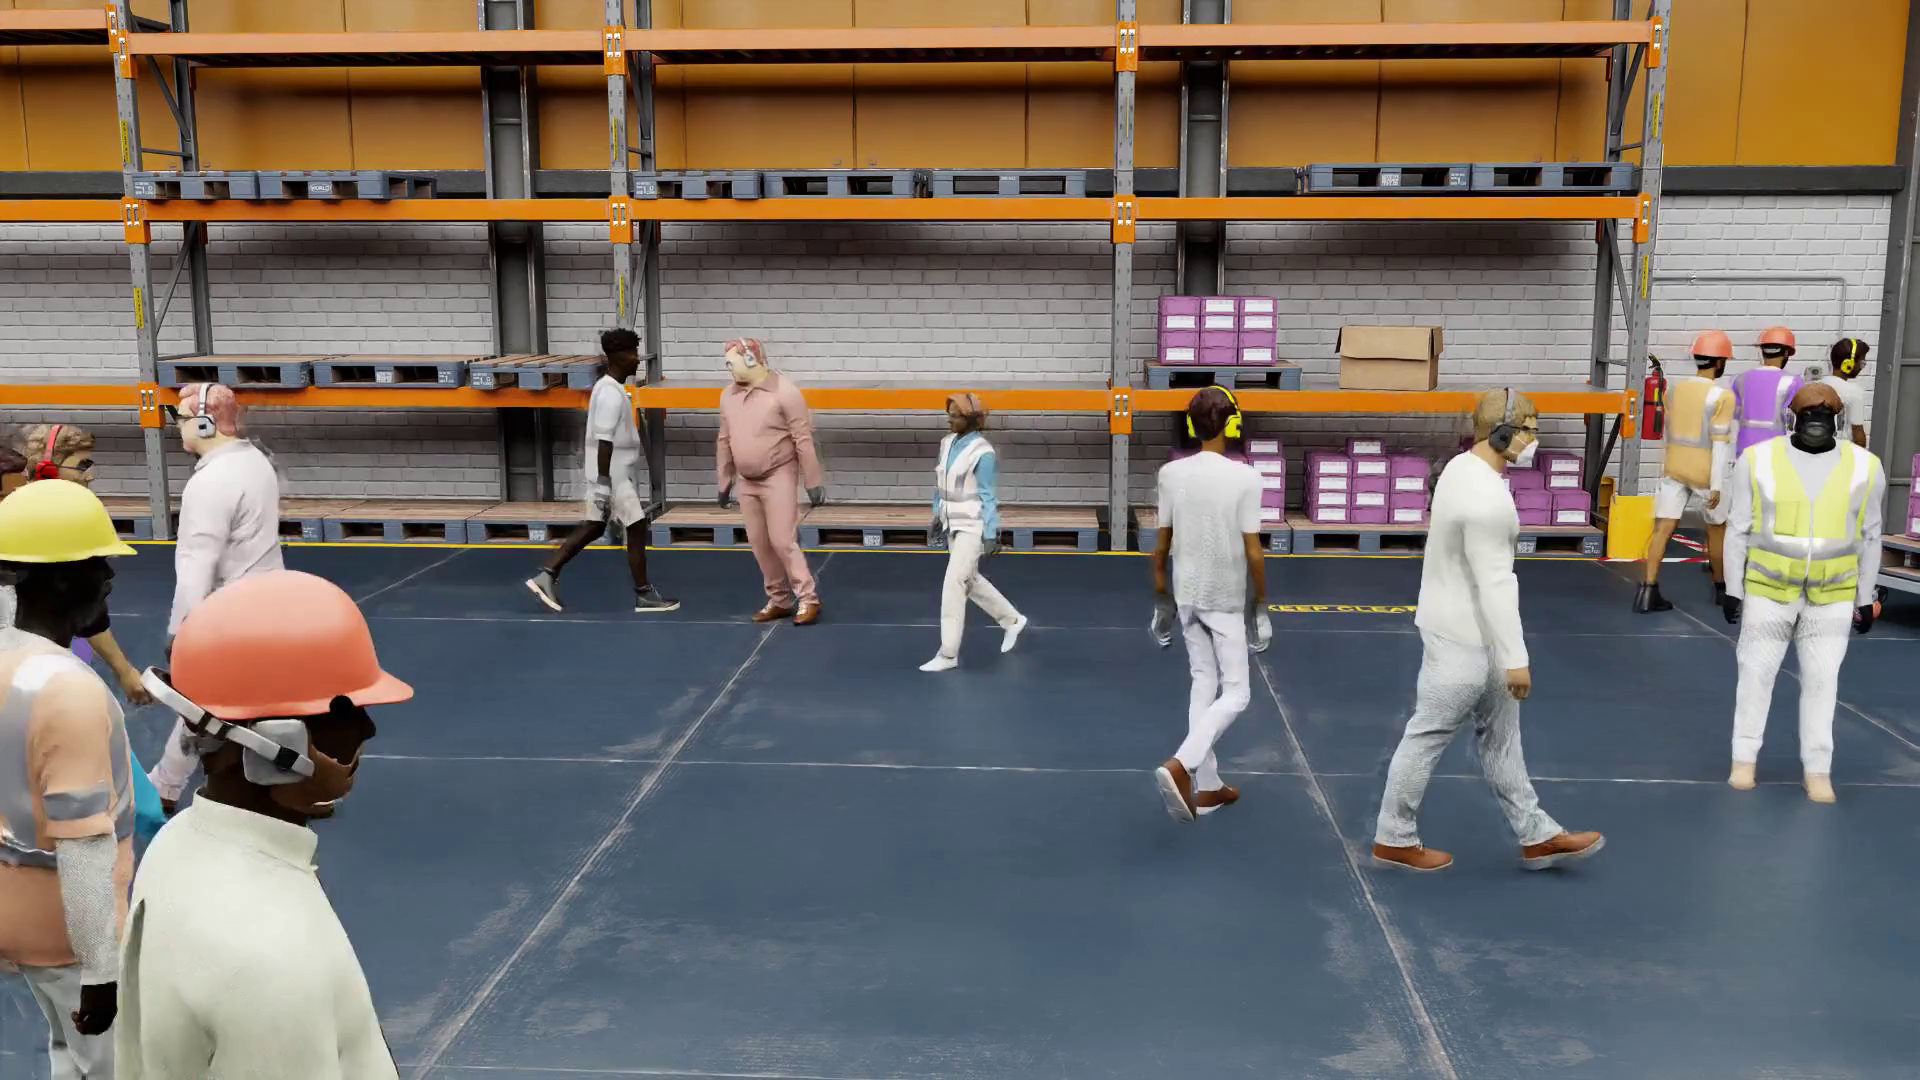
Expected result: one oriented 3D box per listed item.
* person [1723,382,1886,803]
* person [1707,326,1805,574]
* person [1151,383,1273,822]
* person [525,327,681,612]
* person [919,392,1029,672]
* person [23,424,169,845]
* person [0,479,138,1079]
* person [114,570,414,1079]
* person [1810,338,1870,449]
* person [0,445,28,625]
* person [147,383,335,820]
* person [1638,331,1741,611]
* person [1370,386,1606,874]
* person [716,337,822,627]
[{"bbox_3d":[3.698,0.221,7.339,0.631,1.843,0.429,3,10,19],"label":"person"},{"bbox_3d":[5.877,-0.626,12.209,0.951,1.881,0.578,-7,12,-36],"label":"person"},{"bbox_3d":[1.023,0.281,6.941,0.530,1.854,0.633,8,13,40],"label":"person"},{"bbox_3d":[-2.414,-0.451,11.047,0.964,1.930,0.613,-2,10,-14],"label":"person"},{"bbox_3d":[0.091,-0.065,9.682,0.762,1.608,0.519,-5,11,-27],"label":"person"},{"bbox_3d":[-3.251,0.467,6.086,0.980,1.781,0.554,-6,11,-31],"label":"person"},{"bbox_3d":[-2.025,0.824,3.619,0.592,1.911,0.607,8,13,40],"label":"person"},{"bbox_3d":[-1.014,1.022,2.278,0.650,1.976,0.615,-6,11,-31],"label":"person"},{"bbox_3d":[6.069,-0.511,11.706,0.929,1.825,0.527,-3,10,-14],"label":"person"},{"bbox_3d":[-2.943,0.626,4.998,0.917,1.837,0.529,-5,11,-29],"label":"person"},{"bbox_3d":[-3.119,0.283,6.905,0.976,1.852,0.676,-2,10,-10],"label":"person"},{"bbox_3d":[4.954,-0.458,11.174,0.995,1.883,0.565,-6,11,-29],"label":"person"},{"bbox_3d":[2.037,0.374,6.261,0.954,1.892,0.653,2,10,13],"label":"person"},{"bbox_3d":[-1.261,-0.373,10.740,0.670,1.867,0.483,6,12,33],"label":"person"}]
